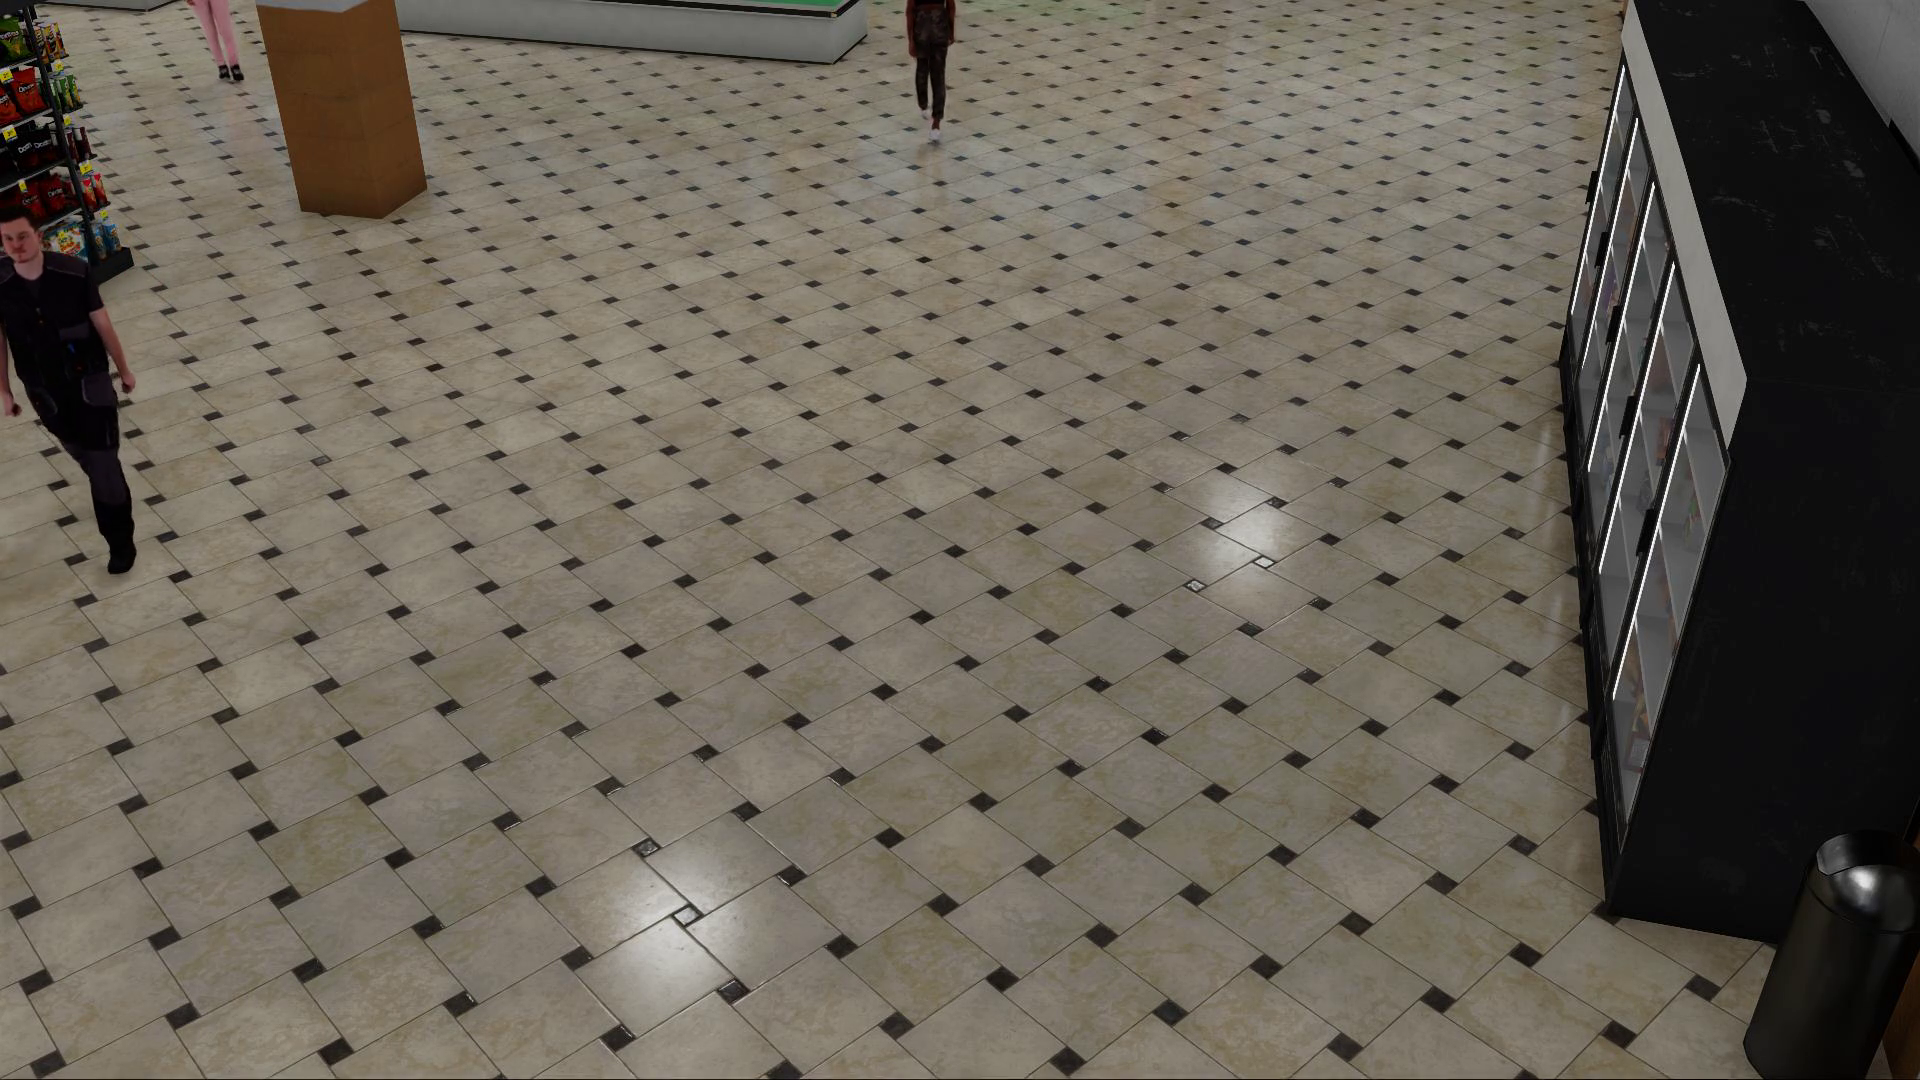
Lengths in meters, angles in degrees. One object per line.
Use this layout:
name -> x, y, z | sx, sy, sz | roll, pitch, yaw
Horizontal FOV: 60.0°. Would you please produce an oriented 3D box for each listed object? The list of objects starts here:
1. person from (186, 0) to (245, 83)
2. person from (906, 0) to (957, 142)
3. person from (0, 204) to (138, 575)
person -> -6.970, -5.048, 15.407 | 0.691, 1.547, 0.736 | -10, 33, -16
person -> -0.230, -4.158, 13.882 | 1.167, 1.648, 0.833 | 0, 32, 0
person -> -4.475, -0.816, 8.363 | 1.278, 1.804, 1.189 | -8, 33, -12
